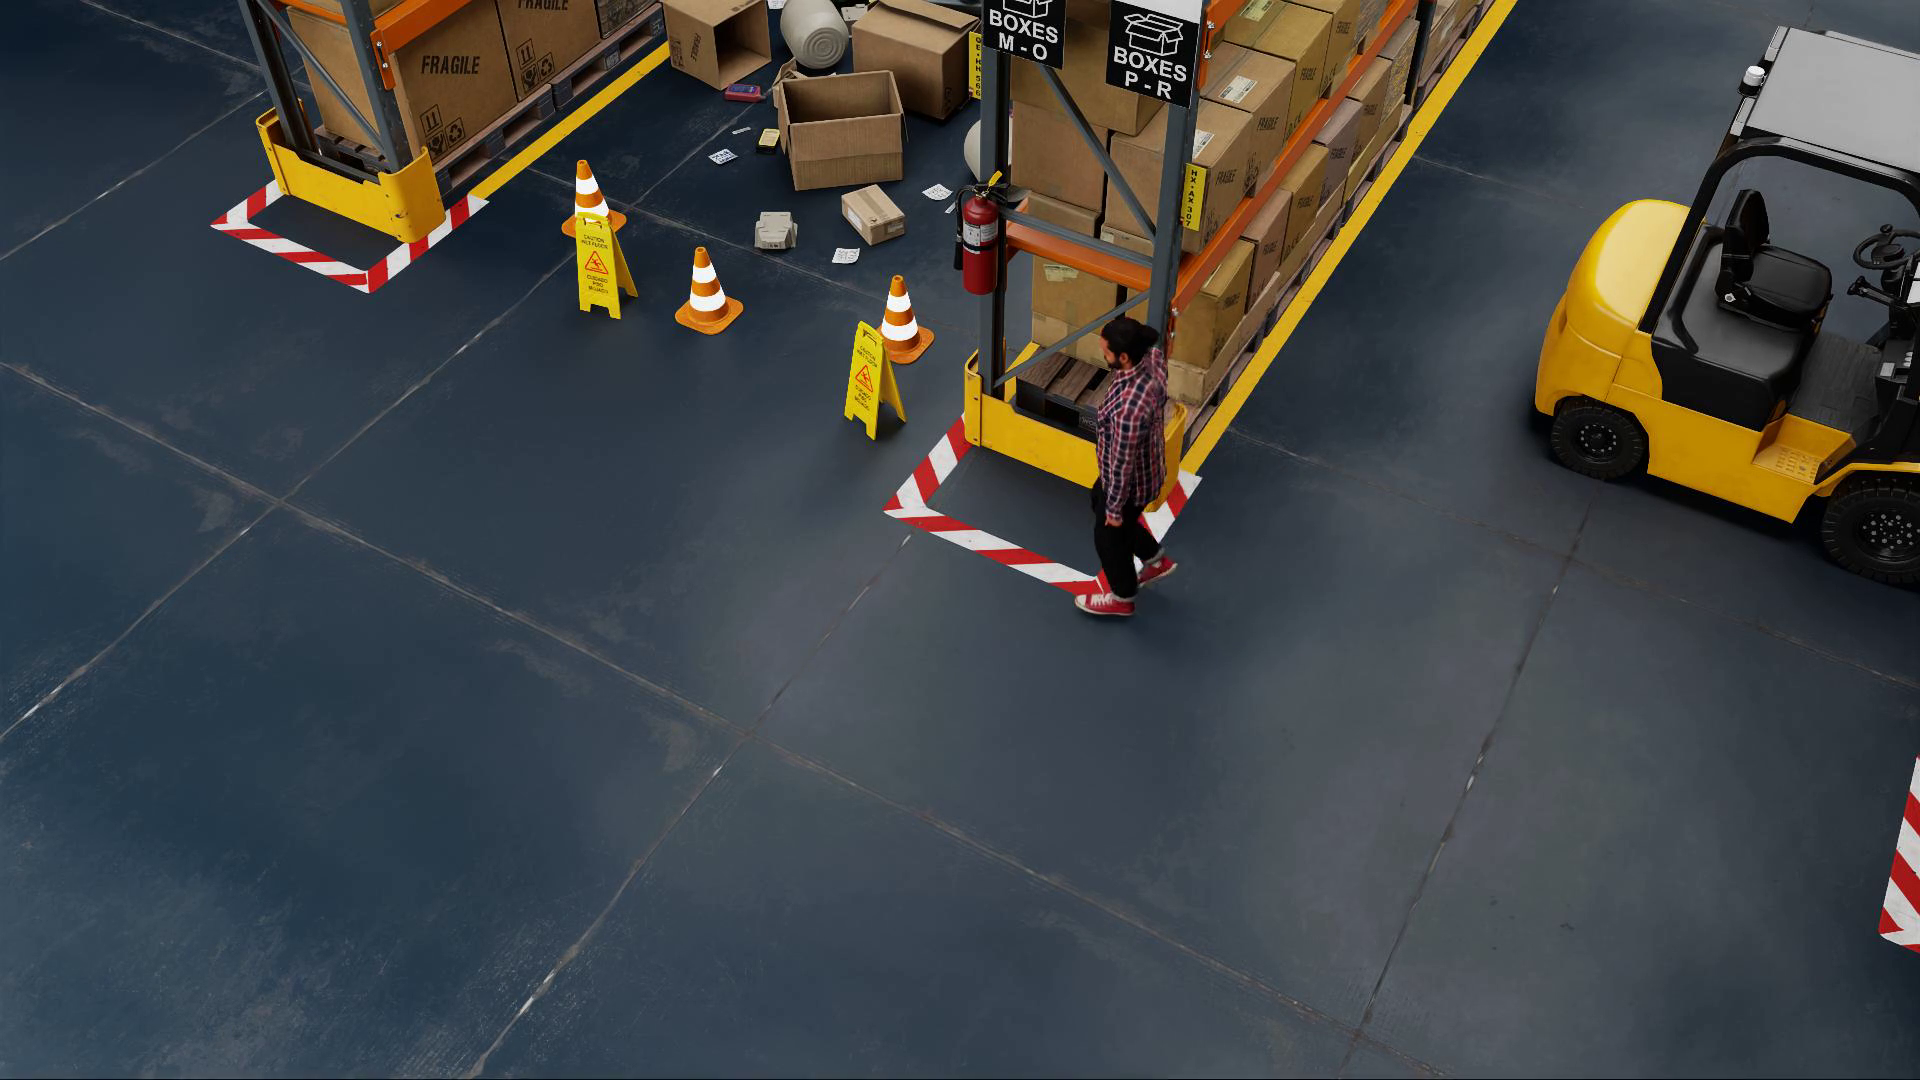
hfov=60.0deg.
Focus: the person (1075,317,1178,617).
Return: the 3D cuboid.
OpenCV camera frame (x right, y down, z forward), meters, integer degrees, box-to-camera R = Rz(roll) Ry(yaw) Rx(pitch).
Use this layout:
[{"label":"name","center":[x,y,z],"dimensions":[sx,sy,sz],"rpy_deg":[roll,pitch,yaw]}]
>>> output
[{"label":"person","center":[0.844,-0.313,7.680],"dimensions":[0.879,1.732,0.749],"rpy_deg":[7,48,7]}]
